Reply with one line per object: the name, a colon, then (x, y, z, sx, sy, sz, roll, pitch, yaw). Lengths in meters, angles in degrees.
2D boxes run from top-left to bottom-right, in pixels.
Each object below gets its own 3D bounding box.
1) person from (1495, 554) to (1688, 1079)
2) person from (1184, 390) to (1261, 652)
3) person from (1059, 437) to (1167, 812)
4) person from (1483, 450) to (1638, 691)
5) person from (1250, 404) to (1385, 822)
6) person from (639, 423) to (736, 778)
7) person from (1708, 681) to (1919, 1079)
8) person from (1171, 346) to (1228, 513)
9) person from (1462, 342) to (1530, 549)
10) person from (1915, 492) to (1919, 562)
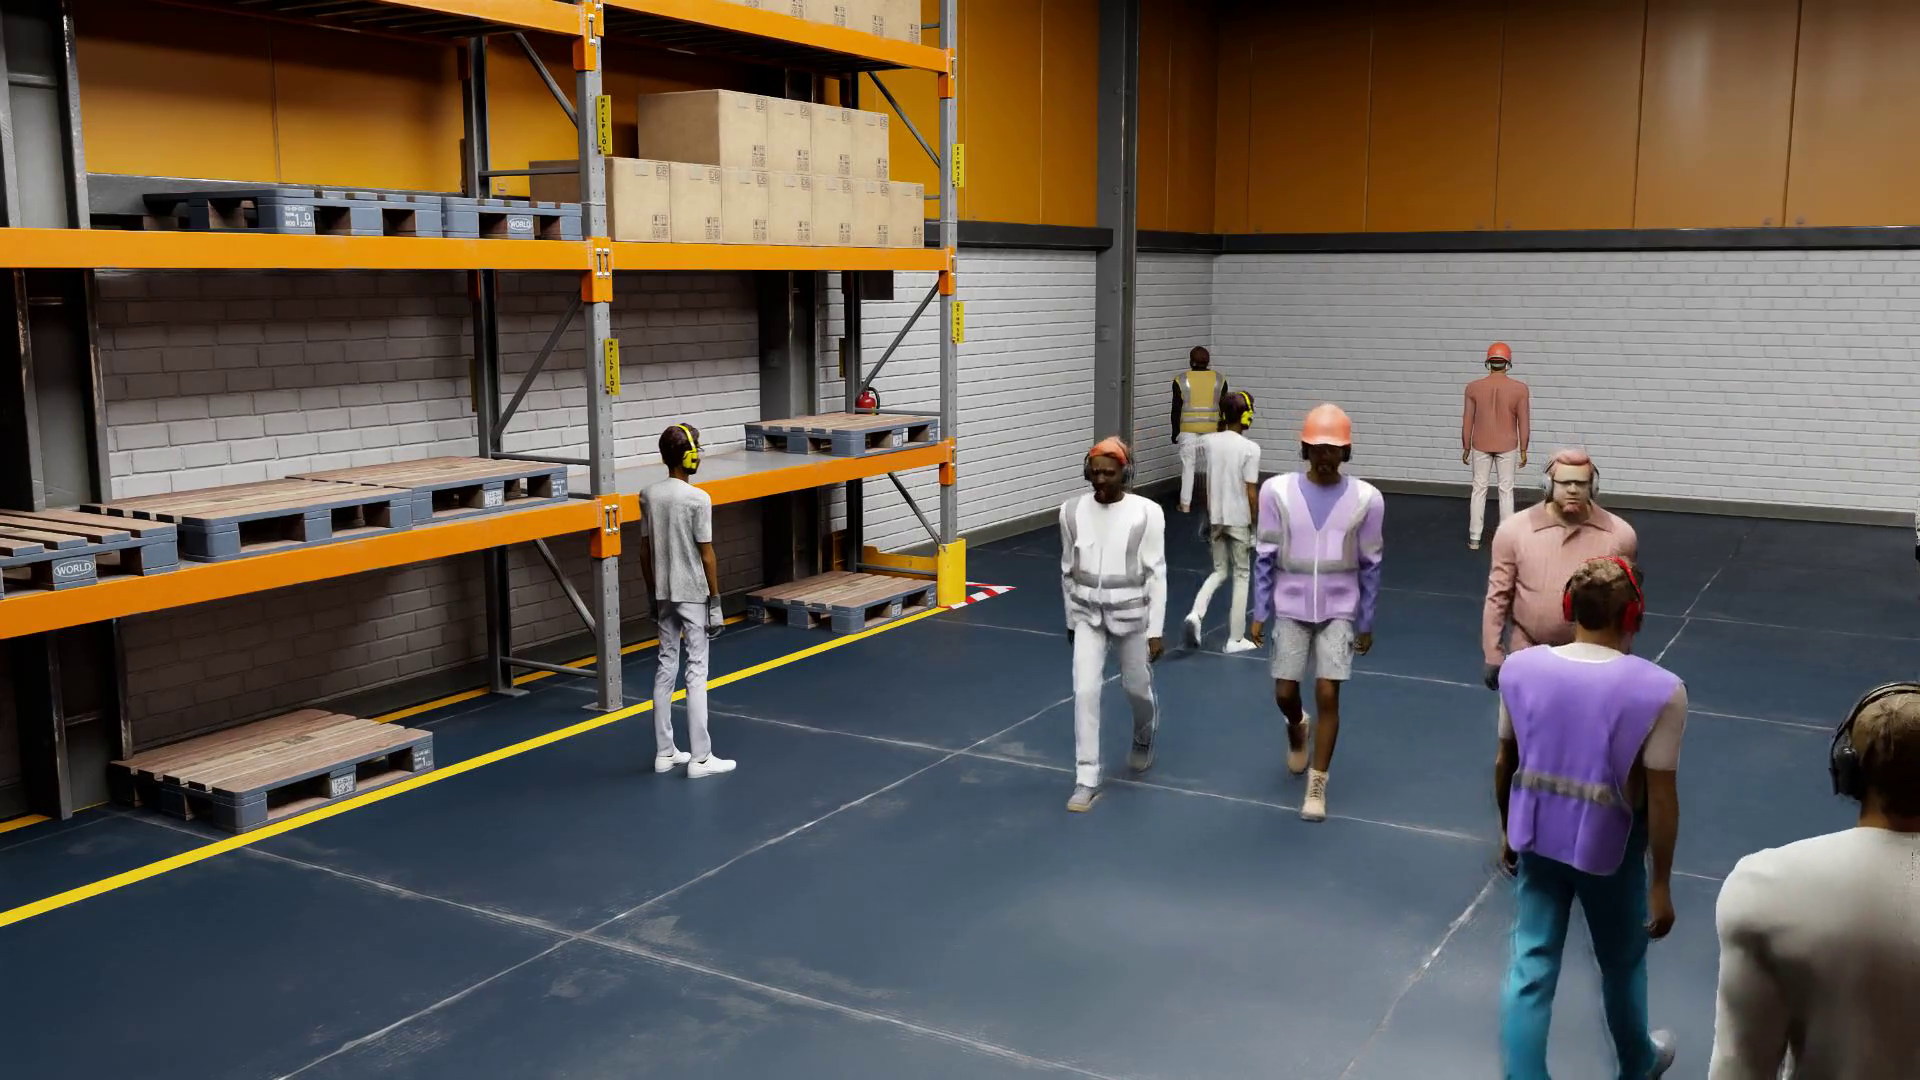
person: (1.956, 0.932, 5.112, 0.594, 1.804, 0.907, 8, 12, 40)
person: (1.834, -0.111, 11.512, 0.584, 1.851, 0.535, -9, 13, -43)
person: (0.805, 0.384, 8.450, 0.584, 1.858, 0.897, 4, 10, 23)
person: (2.752, 0.501, 7.668, 0.653, 1.862, 1.013, 3, 10, 20)
person: (1.758, 0.330, 8.213, 0.630, 2.030, 0.689, 2, 9, 14)
person: (-1.452, 0.319, 8.766, 0.514, 1.872, 0.328, 6, 11, 31)
person: (1.705, 1.217, 3.066, 0.634, 1.910, 0.903, 5, 10, 26)
person: (2.643, -1.220, 18.443, 0.633, 1.846, 0.429, -1, 9, -4)
person: (5.130, -0.892, 15.937, 0.622, 1.992, 0.386, 4, 10, 22)
person: (6.482, 0.032, 10.707, 0.465, 1.823, 0.667, -7, 11, -36)
